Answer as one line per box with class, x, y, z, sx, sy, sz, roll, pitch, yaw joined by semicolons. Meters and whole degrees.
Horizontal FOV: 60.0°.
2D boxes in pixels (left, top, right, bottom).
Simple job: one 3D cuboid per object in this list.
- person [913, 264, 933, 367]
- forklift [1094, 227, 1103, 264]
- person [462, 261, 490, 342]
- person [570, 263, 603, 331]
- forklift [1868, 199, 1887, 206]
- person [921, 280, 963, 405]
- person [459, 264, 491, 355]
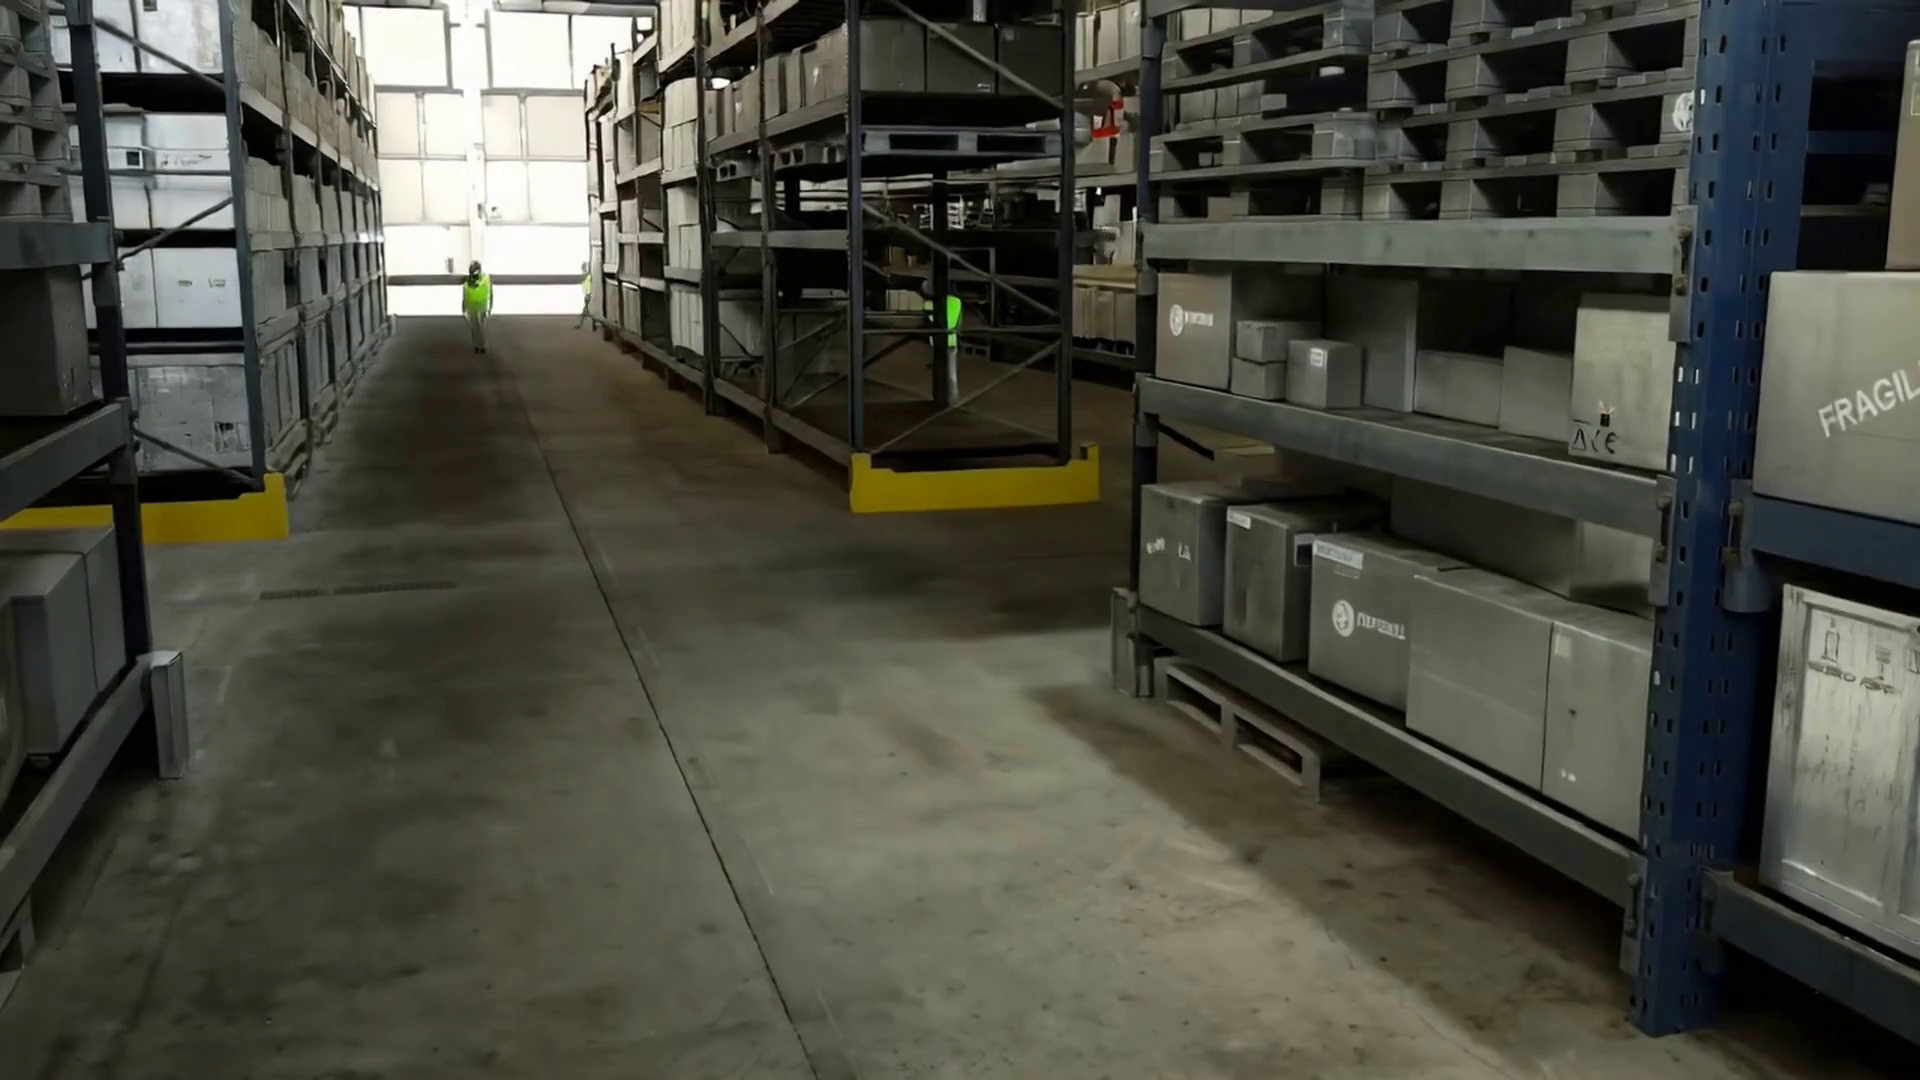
person;-0.571;-4.029;29.993;0.628;1.858;0.734;2;11;12
forklift;3.391;-5.779;36.751;1.129;2.768;1.873;-3;11;-17
person;-10.843;-5.342;37.308;0.633;1.812;0.901;-8;13;-36
person;-9.299;-6.084;41.648;0.884;1.708;0.576;-3;11;-16
forklift;11.338;-2.915;21.052;1.129;2.768;1.873;-3;11;-17
person;-0.235;-2.512;21.673;0.567;1.848;0.389;-3;11;-16
person;-9.706;-4.607;33.297;0.617;1.791;0.883;-3;11;-14
